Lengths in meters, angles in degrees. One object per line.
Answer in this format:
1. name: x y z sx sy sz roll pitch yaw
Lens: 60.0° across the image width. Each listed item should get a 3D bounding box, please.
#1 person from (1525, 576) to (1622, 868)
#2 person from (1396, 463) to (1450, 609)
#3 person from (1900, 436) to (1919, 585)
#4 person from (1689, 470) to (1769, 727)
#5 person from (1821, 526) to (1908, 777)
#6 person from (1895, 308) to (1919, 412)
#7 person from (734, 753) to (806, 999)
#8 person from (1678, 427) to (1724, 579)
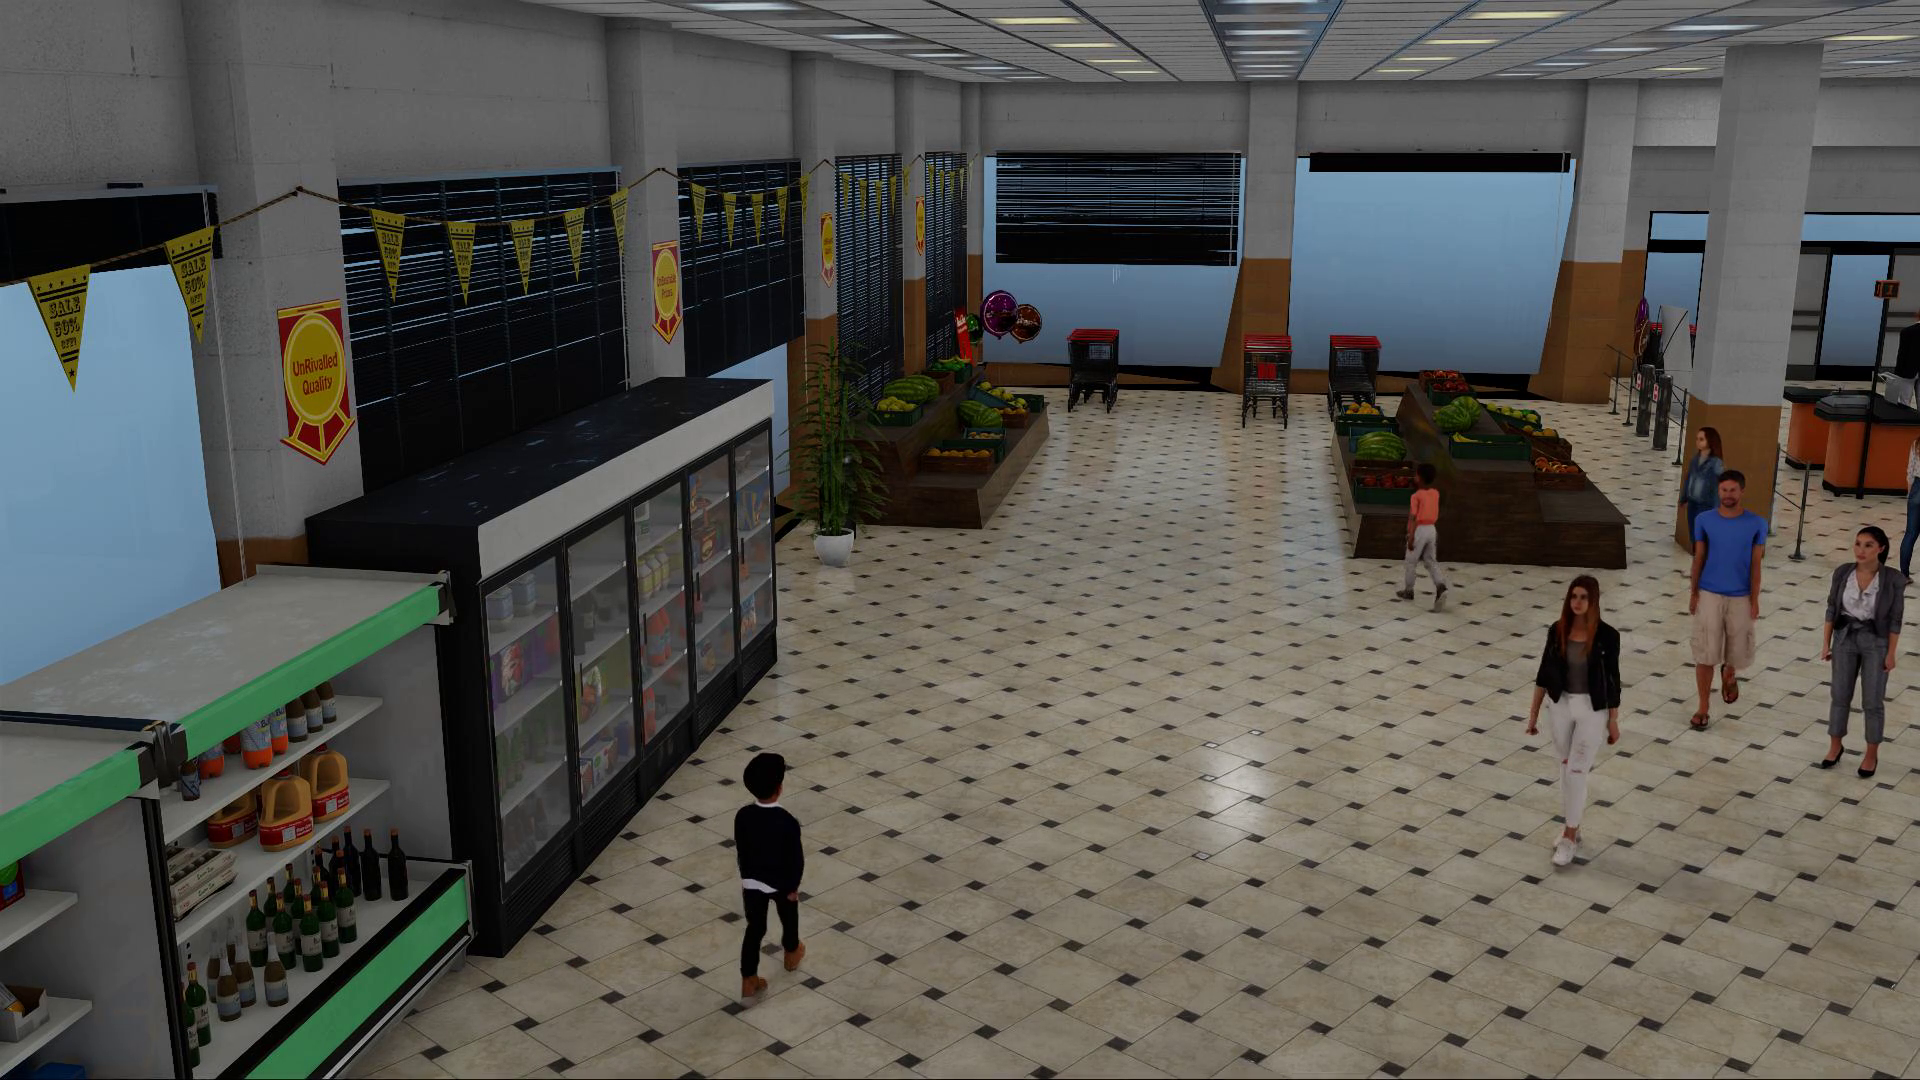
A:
1. person: 3.658 1.017 9.769 0.837 1.691 0.915 13 19 43
2. person: 4.205 -0.038 14.958 0.731 1.296 0.908 -5 14 -20
3. person: 9.048 -0.401 15.536 0.708 1.729 0.640 -9 16 -32
4. person: 5.516 0.399 11.990 0.815 1.845 1.003 7 15 27
5. person: 5.980 0.723 11.019 0.756 1.672 0.722 -13 19 -43
6. person: 13.312 -2.359 23.138 0.687 1.950 0.567 2 14 10
7. person: -0.963 1.660 8.160 0.554 1.200 0.838 4 14 16
8. person: 7.150 -0.351 15.882 0.685 1.468 0.576 -3 14 -11
